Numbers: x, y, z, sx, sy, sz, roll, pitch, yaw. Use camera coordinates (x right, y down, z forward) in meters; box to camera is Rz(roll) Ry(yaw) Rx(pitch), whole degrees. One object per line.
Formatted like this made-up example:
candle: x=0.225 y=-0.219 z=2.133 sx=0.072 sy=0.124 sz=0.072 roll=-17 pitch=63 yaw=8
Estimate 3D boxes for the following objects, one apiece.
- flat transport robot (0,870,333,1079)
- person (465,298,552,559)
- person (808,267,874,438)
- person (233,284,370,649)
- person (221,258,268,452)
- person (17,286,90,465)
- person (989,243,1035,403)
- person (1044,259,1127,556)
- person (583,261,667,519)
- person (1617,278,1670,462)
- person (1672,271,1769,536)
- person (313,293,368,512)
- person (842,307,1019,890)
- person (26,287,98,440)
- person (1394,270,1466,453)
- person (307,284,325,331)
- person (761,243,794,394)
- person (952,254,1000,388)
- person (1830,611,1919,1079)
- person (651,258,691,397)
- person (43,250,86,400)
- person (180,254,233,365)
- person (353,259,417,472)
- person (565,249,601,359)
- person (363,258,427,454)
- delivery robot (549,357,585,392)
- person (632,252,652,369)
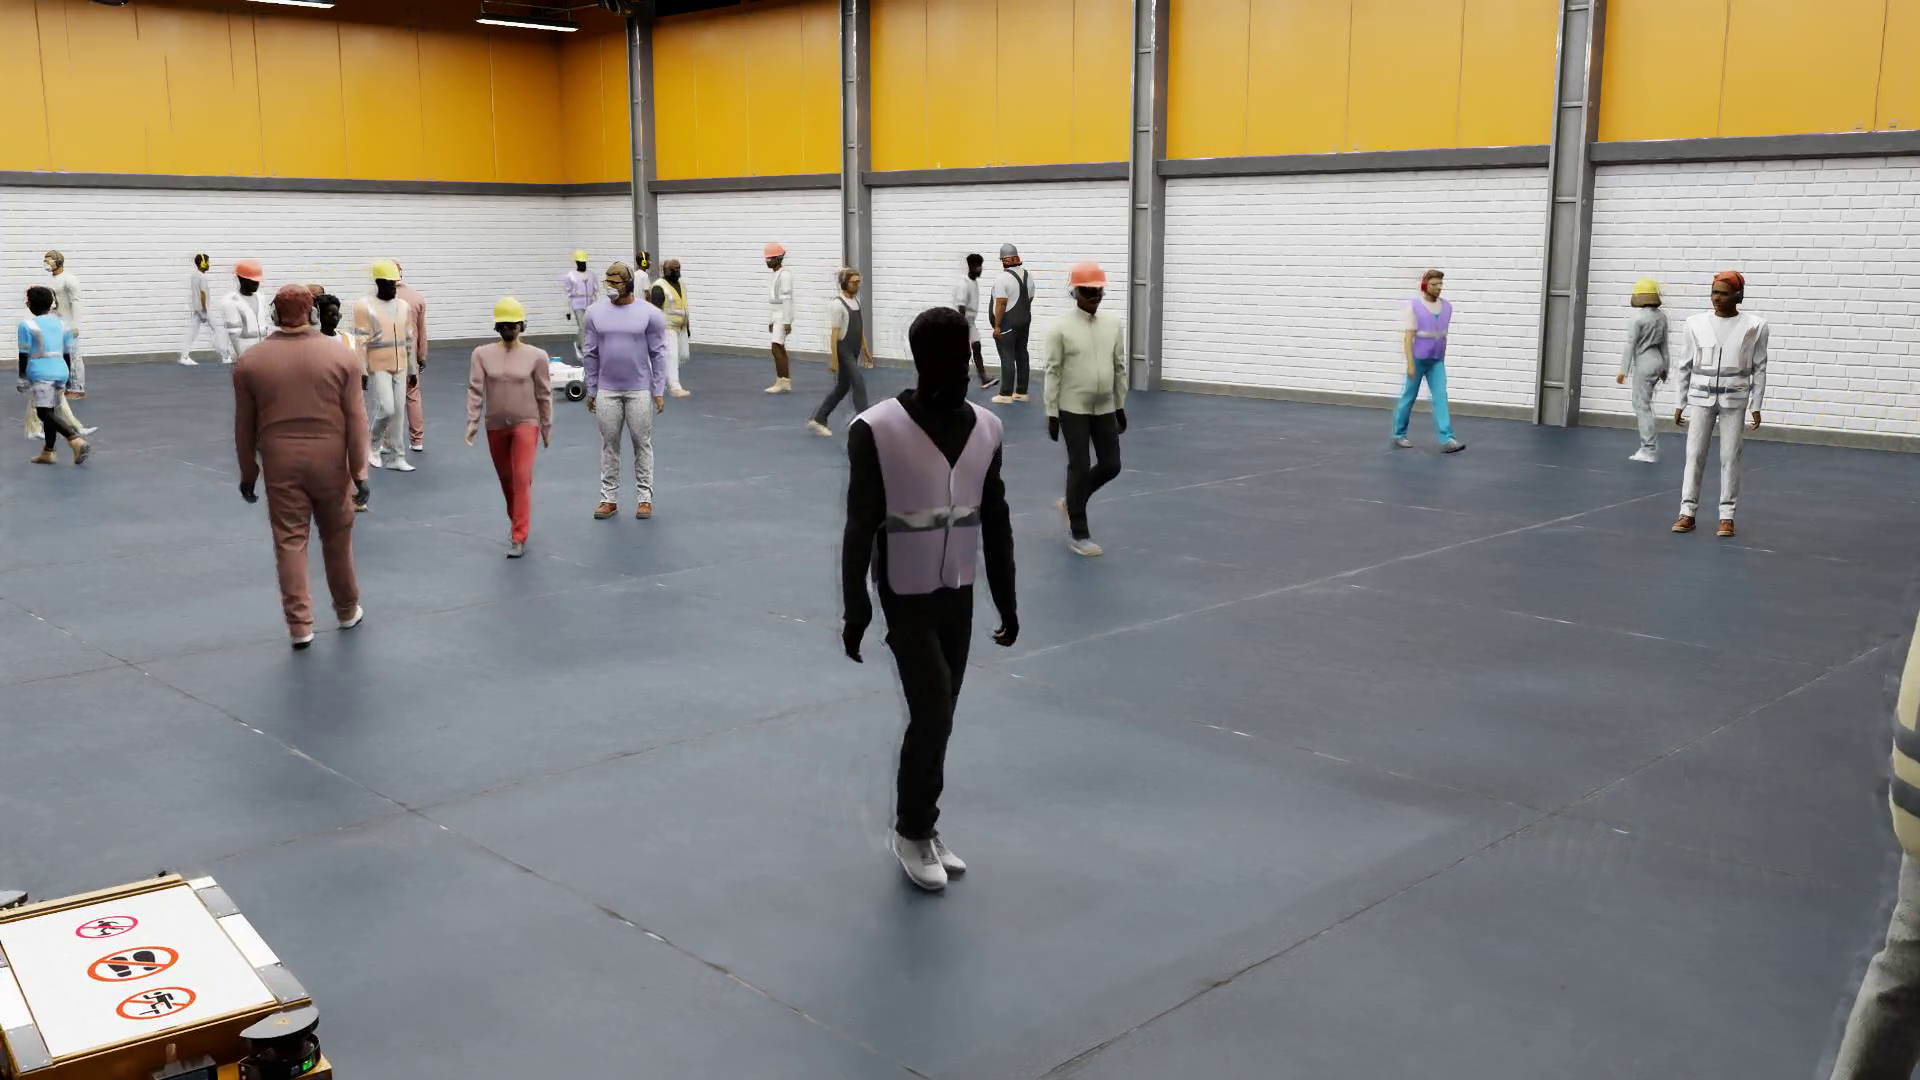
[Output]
flat transport robot: x=-2.231 y=1.196 z=4.451 sx=0.652 sy=0.197 sz=1.431 roll=-8 pitch=13 yaw=-36
person: x=-3.038 y=-0.786 z=11.303 sx=0.536 sy=1.723 sz=0.915 roll=0 pitch=10 yaw=-2
person: x=-1.206 y=-1.937 z=17.364 sx=0.937 sy=1.811 sz=0.530 roll=4 pitch=11 yaw=19
person: x=-3.452 y=-0.398 z=8.763 sx=0.682 sy=1.893 sz=0.658 roll=-3 pitch=11 yaw=-14
person: x=-6.932 y=-1.795 z=16.300 sx=0.491 sy=1.905 sz=0.578 roll=4 pitch=11 yaw=21
person: x=-8.376 y=-1.508 z=15.364 sx=0.743 sy=1.673 sz=0.530 roll=3 pitch=11 yaw=15
person: x=0.616 y=-2.775 z=21.275 sx=0.536 sy=2.000 sz=0.681 roll=9 pitch=14 yaw=41
person: x=0.821 y=-0.897 z=11.206 sx=0.636 sy=1.977 sz=0.560 roll=-6 pitch=12 yaw=-29
person: x=-2.522 y=-1.120 z=12.541 sx=0.629 sy=1.937 sz=0.379 roll=1 pitch=10 yaw=3
person: x=6.503 y=-1.607 z=15.777 sx=0.499 sy=1.726 sz=0.478 roll=-7 pitch=13 yaw=-35
person: x=5.404 y=-0.967 z=11.847 sx=0.585 sy=1.881 sz=0.337 roll=6 pitch=12 yaw=31
person: x=-4.798 y=-1.031 z=12.709 sx=0.318 sy=1.696 sz=0.536 roll=6 pitch=12 yaw=30
person: x=-0.060 y=0.197 z=5.436 sx=0.630 sy=1.899 sz=0.554 roll=-9 pitch=14 yaw=-40
person: x=-9.376 y=-1.822 z=17.269 sx=0.818 sy=1.589 sz=0.526 roll=0 pitch=10 yaw=-1
person: x=4.632 y=-1.767 z=16.463 sx=0.590 sy=1.785 sz=0.988 roll=-4 pitch=11 yaw=-22
person: x=-7.361 y=-2.113 z=18.913 sx=0.864 sy=1.587 sz=0.516 roll=1 pitch=10 yaw=4
person: x=-2.467 y=-2.971 z=22.372 sx=0.454 sy=2.027 sz=0.652 roll=-4 pitch=11 yaw=-21
person: x=0.073 y=-3.051 z=23.255 sx=1.046 sy=1.887 sz=0.596 roll=6 pitch=12 yaw=30
person: x=2.263 y=0.618 z=3.445 sx=0.819 sy=1.788 sz=0.606 roll=5 pitch=12 yaw=26
person: x=-3.857 y=-2.817 z=22.086 sx=0.587 sy=1.828 sz=0.644 roll=5 pitch=12 yaw=27
person: x=-11.651 y=-2.781 z=21.586 sx=0.637 sy=1.938 sz=0.357 roll=6 pitch=12 yaw=28
person: x=-12.506 y=-3.800 z=27.492 sx=0.535 sy=1.819 sz=0.970 roll=9 pitch=14 yaw=41
person: x=-5.149 y=-1.563 z=14.996 sx=0.421 sy=1.916 sz=0.604 roll=6 pitch=12 yaw=31
person: x=-6.367 y=-3.918 z=27.905 sx=0.598 sy=1.901 sz=0.805 roll=-9 pitch=14 yaw=-41
person: x=-5.546 y=-1.795 z=16.297 sx=0.651 sy=1.907 sz=0.409 roll=-10 pitch=14 yaw=-43
delivery robot: x=-5.209 y=-2.121 z=21.509 sx=0.707 sy=0.478 sz=0.477 roll=-2 pitch=11 yaw=-11
person: x=-5.033 y=-3.654 z=26.536 sx=0.322 sy=1.871 sz=0.531 roll=-8 pitch=13 yaw=-36
